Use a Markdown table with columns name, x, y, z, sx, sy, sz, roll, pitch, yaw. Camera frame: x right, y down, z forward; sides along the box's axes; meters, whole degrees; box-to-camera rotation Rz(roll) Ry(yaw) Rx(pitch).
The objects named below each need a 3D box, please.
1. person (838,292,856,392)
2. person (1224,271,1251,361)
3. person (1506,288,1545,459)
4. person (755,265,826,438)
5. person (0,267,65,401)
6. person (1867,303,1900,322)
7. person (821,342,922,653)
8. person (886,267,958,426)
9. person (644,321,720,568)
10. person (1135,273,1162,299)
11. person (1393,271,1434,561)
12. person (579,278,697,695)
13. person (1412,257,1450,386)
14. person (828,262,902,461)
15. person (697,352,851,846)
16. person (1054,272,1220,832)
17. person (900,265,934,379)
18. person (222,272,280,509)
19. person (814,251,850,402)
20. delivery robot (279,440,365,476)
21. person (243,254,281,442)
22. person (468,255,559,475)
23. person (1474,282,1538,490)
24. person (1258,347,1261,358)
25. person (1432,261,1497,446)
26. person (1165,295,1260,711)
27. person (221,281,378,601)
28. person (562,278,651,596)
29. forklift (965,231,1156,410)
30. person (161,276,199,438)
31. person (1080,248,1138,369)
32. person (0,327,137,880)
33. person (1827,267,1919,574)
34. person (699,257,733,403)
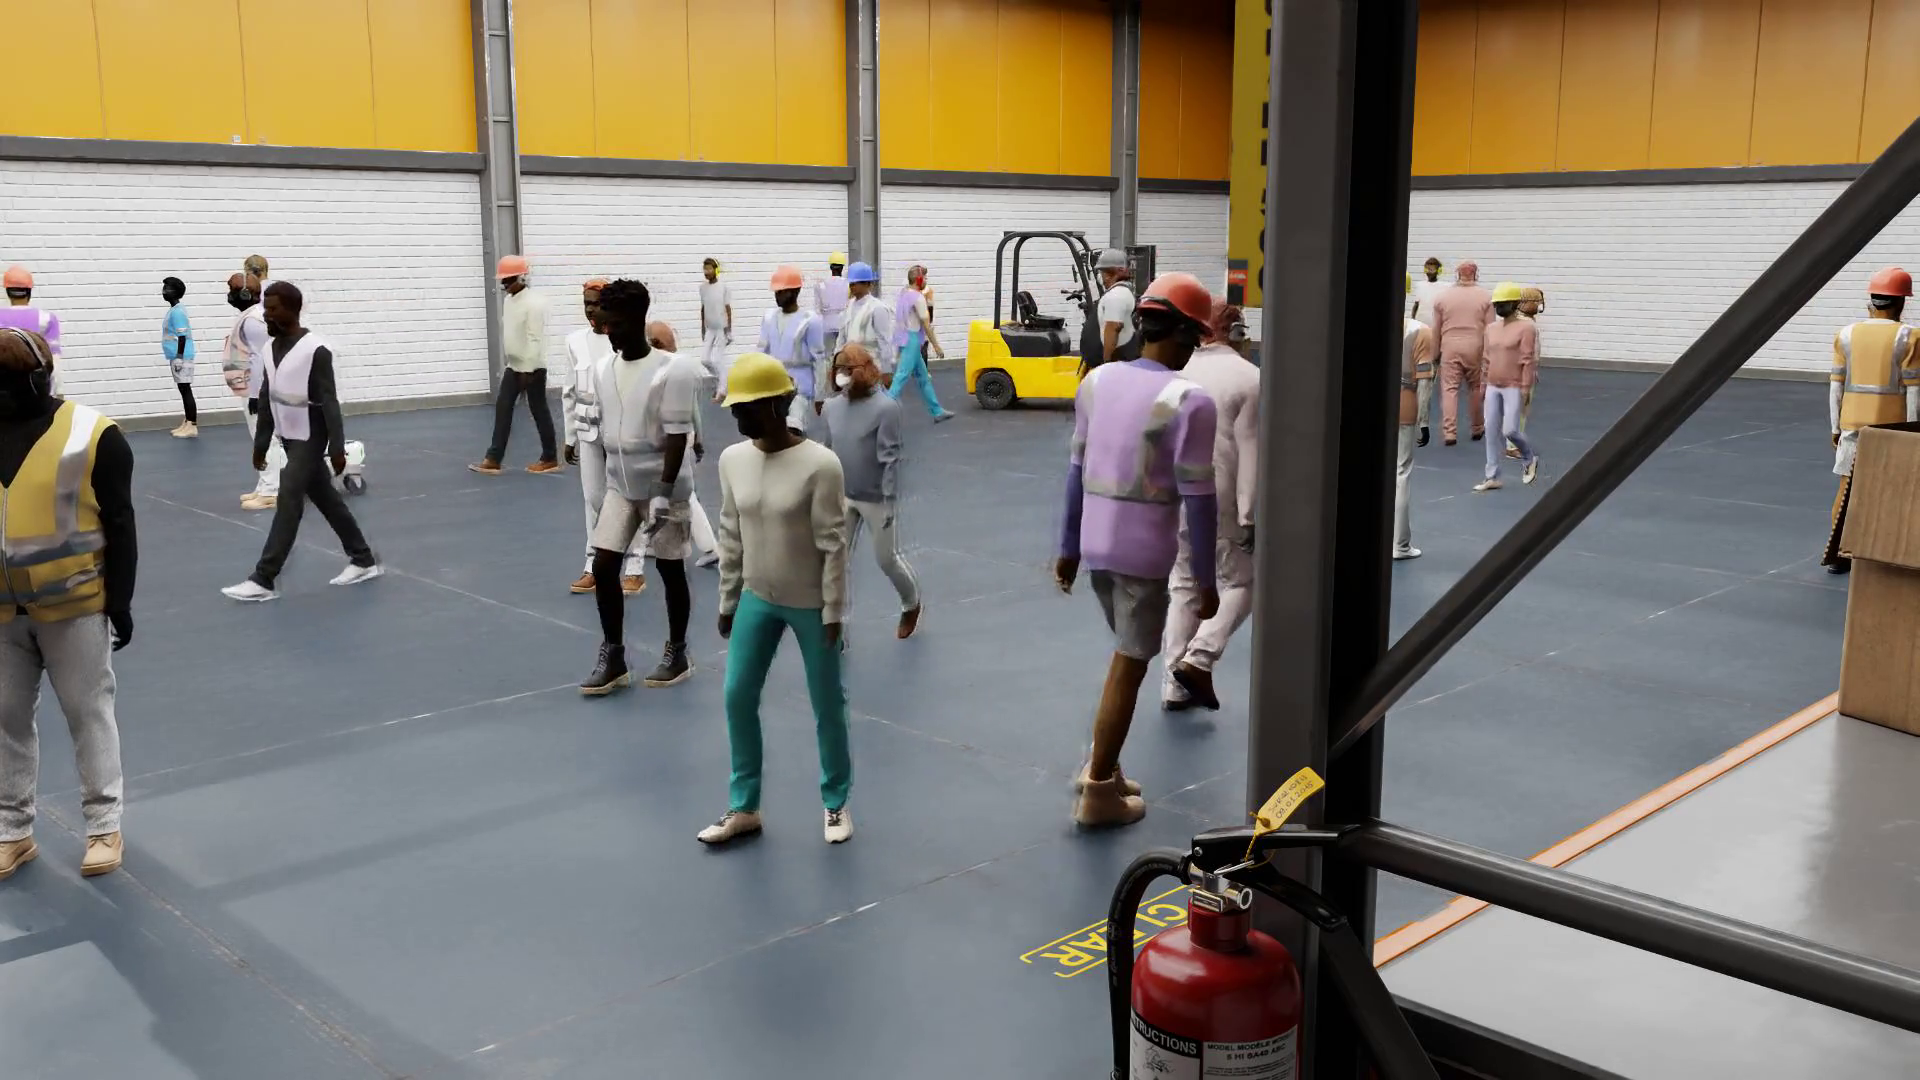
| name | x | y | z | sx | sy | sz | roll | pitch | yaw |
| --- | --- | --- | --- | --- | --- | --- | --- | --- | --- |
| person | -0.995 | -1.802 | 16.845 | 0.489 | 1.709 | 0.741 | 0 | 10 | -2 |
| person | 3.893 | -3.266 | 24.075 | 0.934 | 2.003 | 0.606 | -3 | 11 | -15 |
| person | 5.439 | -1.598 | 15.970 | 0.280 | 1.633 | 0.502 | 7 | 13 | 34 |
| person | -1.371 | -1.162 | 12.887 | 0.568 | 1.890 | 0.980 | 7 | 13 | 35 |
| person | -7.598 | -1.270 | 13.522 | 0.555 | 1.886 | 1.033 | -6 | 12 | -29 |
| person | 7.657 | -1.176 | 13.722 | 0.552 | 1.601 | 0.428 | -10 | 15 | -44 |
| person | -0.472 | -0.224 | 8.551 | 0.500 | 1.604 | 0.778 | 6 | 12 | 29 |
| person | -0.504 | -2.169 | 18.684 | 1.007 | 1.779 | 0.559 | -4 | 11 | -19 |
| person | -1.875 | -0.614 | 10.733 | 0.885 | 1.589 | 0.531 | 6 | 12 | 28 |
| person | 2.682 | -3.268 | 24.310 | 0.577 | 1.907 | 0.812 | 5 | 12 | 26 |
| person | 2.824 | -0.828 | 10.958 | 0.590 | 1.930 | 0.359 | 7 | 13 | 34 |
| person | -1.509 | -0.228 | 7.684 | 0.609 | 1.934 | 0.747 | 5 | 12 | 26 |
| person | 6.313 | -2.857 | 22.285 | 0.522 | 1.847 | 0.641 | 8 | 13 | 38 |
| person | -0.945 | -1.612 | 15.363 | 1.036 | 1.878 | 0.603 | -6 | 12 | -30 |
| person | -0.613 | 0.221 | 5.765 | 0.525 | 1.740 | 0.533 | 5 | 12 | 25 |
| person | 0.643 | 0.062 | 5.915 | 0.562 | 1.997 | 0.643 | -7 | 13 | -35 |
| person | -0.635 | -3.226 | 24.698 | 0.535 | 1.693 | 0.320 | 4 | 11 | 19 |
| person | -5.539 | -1.166 | 13.043 | 0.430 | 1.845 | 0.620 | -4 | 11 | -21 |
| person | -1.558 | -2.691 | 21.129 | 0.594 | 1.924 | 0.382 | -1 | 10 | -5 |
| delivery robot | -5.272 | -0.681 | 13.656 | 0.707 | 0.478 | 0.477 | -6 | 12 | -28 |
| person | -7.199 | -1.981 | 17.230 | 0.373 | 1.940 | 0.628 | -2 | 11 | -10 |
| person | -3.954 | -1.519 | 14.661 | 0.930 | 1.949 | 0.629 | -10 | 14 | -43 |
| person | 4.591 | -1.280 | 13.913 | 0.493 | 1.749 | 0.535 | -7 | 12 | -32 |
| person | 3.408 | -2.062 | 17.630 | 0.916 | 1.957 | 0.642 | -3 | 11 | -16 |
| person | 5.193 | -1.919 | 17.108 | 0.667 | 1.852 | 0.960 | 5 | 11 | 24 |
| person | 1.100 | -0.145 | 7.403 | 0.478 | 1.874 | 0.657 | -9 | 14 | -41 |
| person | -3.962 | -0.598 | 9.890 | 0.607 | 1.857 | 1.030 | 9 | 14 | 39 |
| person | -2.088 | -0.604 | 9.867 | 0.586 | 1.882 | 0.341 | 3 | 11 | 17 |
| forklift | 1.222 | -2.721 | 20.561 | 2.313 | 2.155 | 1.214 | 2 | 11 | 13 |
| person | -8.264 | -1.929 | 17.593 | 0.315 | 1.700 | 0.540 | -5 | 12 | -27 |
| person | 1.487 | -1.731 | 15.581 | 0.733 | 2.000 | 0.690 | 1 | 10 | 8 |
| person | -3.063 | 0.218 | 5.518 | 0.619 | 1.839 | 0.430 | -2 | 11 | -9 |
| person | 5.706 | -0.722 | 10.363 | 0.362 | 1.938 | 0.545 | -9 | 14 | -40 |
| person | -3.089 | -2.673 | 21.244 | 0.529 | 1.857 | 0.442 | 5 | 11 | 25 |
